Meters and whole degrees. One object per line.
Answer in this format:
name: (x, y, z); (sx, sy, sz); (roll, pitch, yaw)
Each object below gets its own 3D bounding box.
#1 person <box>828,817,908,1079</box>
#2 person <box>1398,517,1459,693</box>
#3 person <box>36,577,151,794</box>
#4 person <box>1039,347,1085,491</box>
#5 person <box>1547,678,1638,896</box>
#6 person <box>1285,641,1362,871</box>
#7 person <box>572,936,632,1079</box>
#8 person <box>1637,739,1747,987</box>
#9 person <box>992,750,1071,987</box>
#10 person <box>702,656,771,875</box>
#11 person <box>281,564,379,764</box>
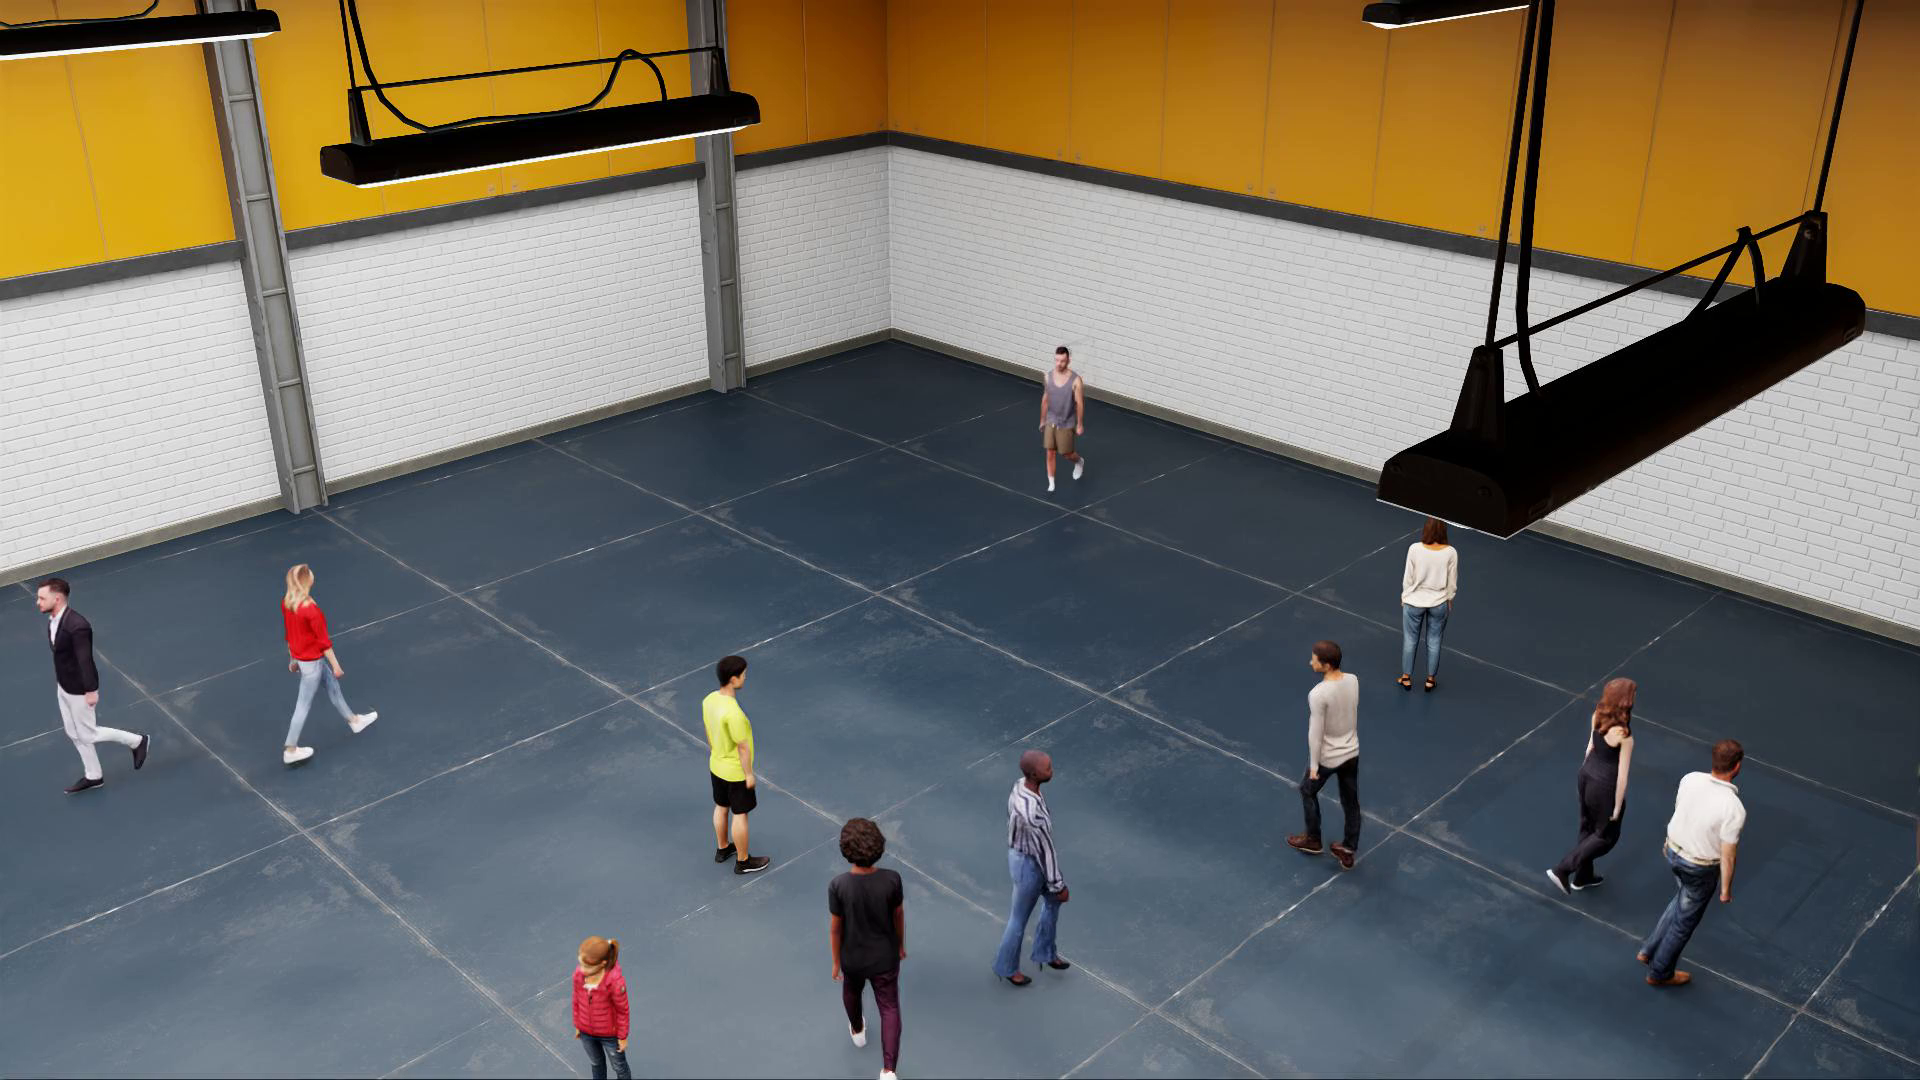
person: (-0.533, 2.509, 10.019); (1.127, 1.754, 1.107); (-3, 24, -7)
person: (4.096, 0.549, 14.590); (0.697, 1.683, 0.709); (5, 24, 12)
person: (-6.848, 1.125, 13.096); (0.662, 1.823, 0.893); (21, 31, 40)
person: (1.198, -1.382, 19.138); (0.859, 1.822, 1.069); (12, 26, 26)
person: (4.435, 1.768, 11.737); (0.927, 1.734, 0.779); (-9, 25, -20)
person: (2.756, 1.603, 11.995); (0.807, 1.830, 0.930); (-11, 26, -23)
person: (-2.093, 2.860, 9.764); (0.586, 1.314, 0.606); (8, 25, 18)
person: (4.674, 2.132, 10.785); (0.849, 1.831, 0.830); (-7, 24, -15)
person: (0.359, 2.165, 10.781); (0.913, 1.773, 0.849); (-1, 24, -2)
person: (-1.667, 1.628, 12.093); (0.537, 1.706, 0.628); (-20, 30, -38)
person: (-5.332, 1.044, 13.495); (0.716, 1.653, 1.132); (18, 29, 35)
